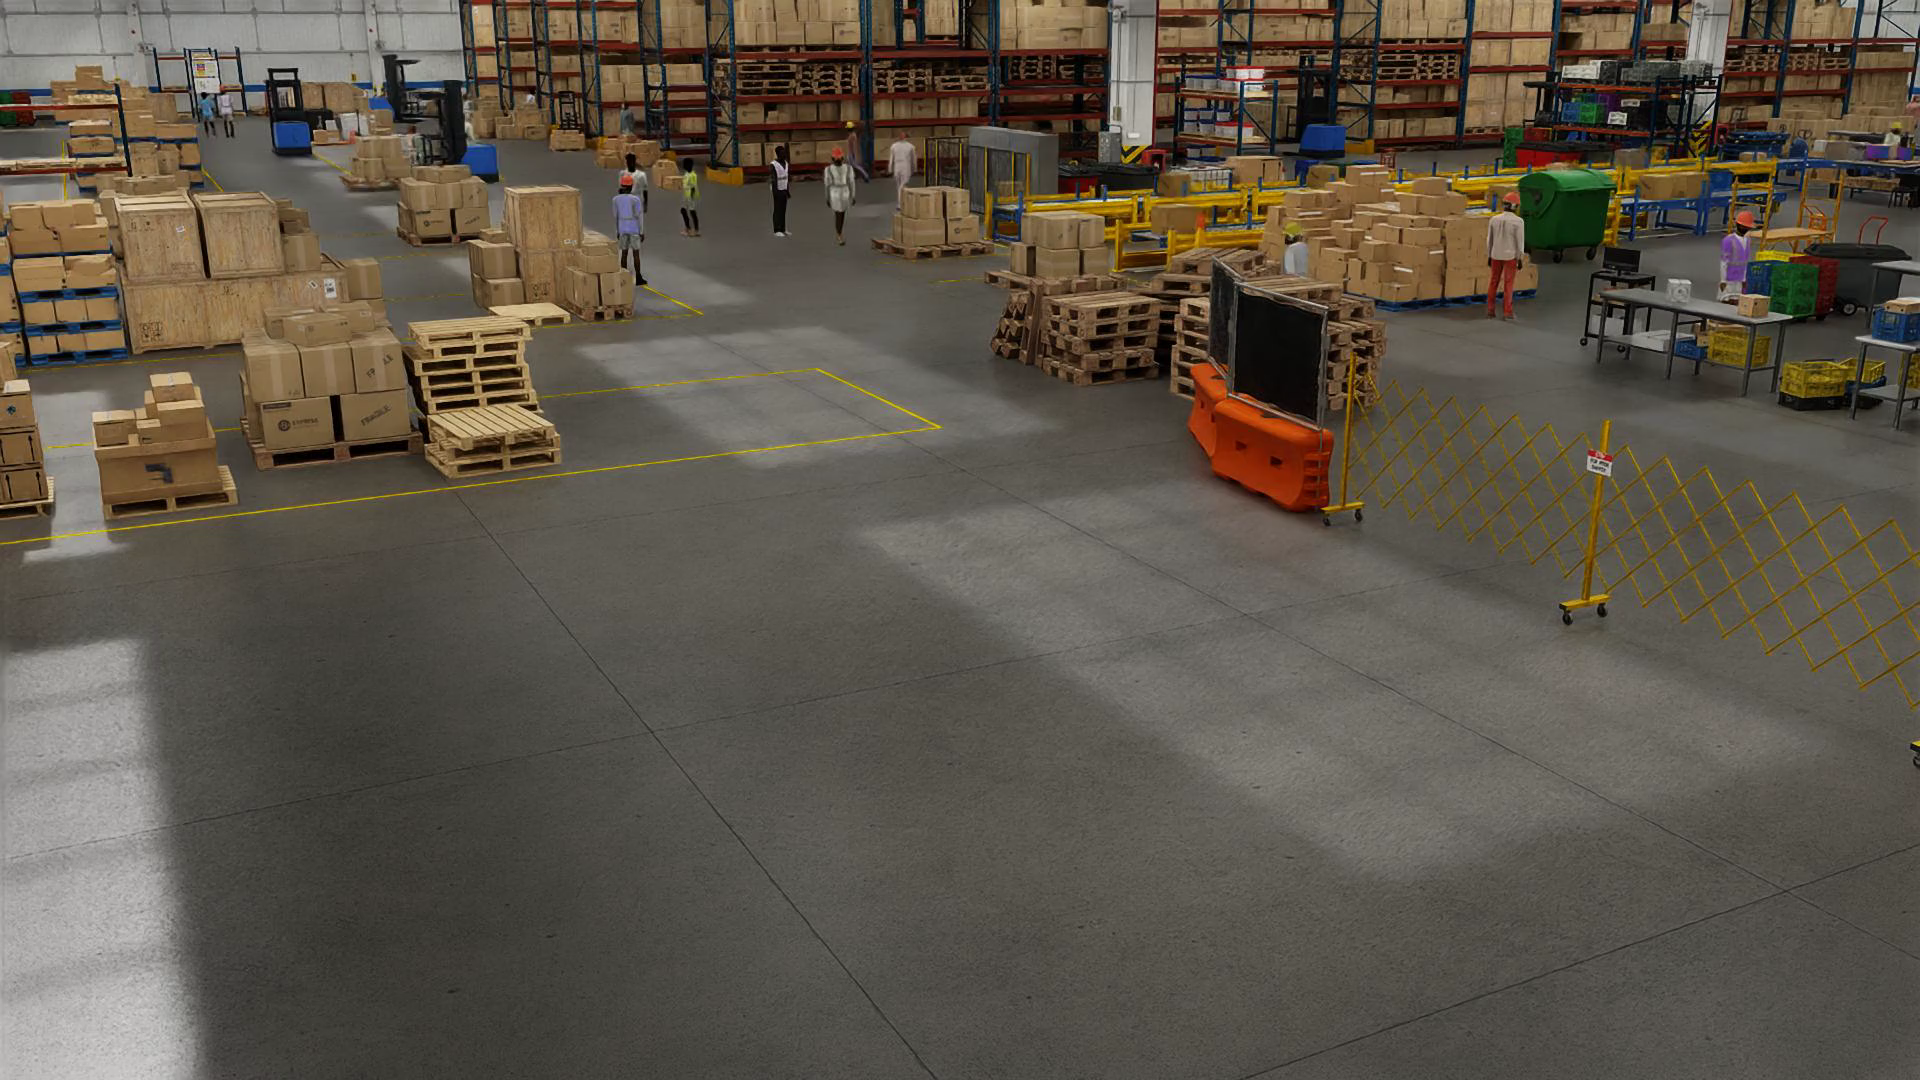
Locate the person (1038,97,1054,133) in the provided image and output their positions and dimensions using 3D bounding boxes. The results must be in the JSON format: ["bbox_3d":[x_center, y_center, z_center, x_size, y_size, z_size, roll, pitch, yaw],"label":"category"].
[{"bbox_3d":[2.883,-13.429,54.176,0.886,1.956,0.641,-7,19,-19],"label":"person"}]

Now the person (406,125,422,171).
[{"bbox_3d":[-15.276,-10.760,46.413,0.525,1.618,0.640,11,21,31],"label":"person"}]

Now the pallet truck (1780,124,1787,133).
[{"bbox_3d":[25.206,-12.542,52.601,1.601,1.201,0.680,0,18,-2],"label":"pallet truck"}]

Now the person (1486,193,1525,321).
[{"bbox_3d":[8.575,-4.447,26.141,0.391,1.986,0.608,-16,24,-41],"label":"person"}]

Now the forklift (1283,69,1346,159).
[{"bbox_3d":[11.615,-13.871,54.079,1.129,2.768,1.873,-9,20,-27],"label":"forklift"}]

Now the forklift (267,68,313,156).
[{"bbox_3d":[-22.327,-14.239,55.224,1.129,2.768,1.873,-9,20,-26],"label":"forklift"}]

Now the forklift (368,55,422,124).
[{"bbox_3d":[-23.849,-18.946,69.900,1.873,2.768,1.129,0,18,-1],"label":"forklift"}]

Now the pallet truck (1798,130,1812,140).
[{"bbox_3d":[25.526,-11.556,49.408,1.630,1.274,0.653,-9,20,-26],"label":"pallet truck"}]

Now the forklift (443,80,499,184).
[{"bbox_3d":[-13.879,-11.261,45.940,1.873,2.768,1.129,-9,20,-26],"label":"forklift"}]

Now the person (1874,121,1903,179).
[{"bbox_3d":[25.237,-10.457,45.187,0.615,1.802,0.855,-14,23,-37],"label":"person"}]

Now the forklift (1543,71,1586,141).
[{"bbox_3d":[18.685,-13.231,52.085,1.873,2.768,1.129,-9,20,-26],"label":"forklift"}]

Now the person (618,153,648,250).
[{"bbox_3d":[-6.613,-6.828,33.605,0.632,1.954,0.419,2,18,5],"label":"person"}]

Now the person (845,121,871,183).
[{"bbox_3d":[-2.938,-10.793,46.344,0.803,1.731,0.534,-5,18,-15],"label":"person"}]

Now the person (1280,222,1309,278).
[{"bbox_3d":[4.898,-3.711,24.161,0.841,1.804,0.586,14,23,38],"label":"person"}]

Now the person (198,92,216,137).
[{"bbox_3d":[-28.594,-16.175,63.181,0.547,1.685,0.448,-16,24,-40],"label":"person"}]

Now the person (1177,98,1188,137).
[{"bbox_3d":[8.267,-15.766,61.994,0.497,1.633,0.285,-10,20,-28],"label":"person"}]

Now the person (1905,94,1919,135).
[{"bbox_3d":[32.523,-14.241,56.807,0.399,1.905,0.642,-1,18,-4],"label":"person"}]

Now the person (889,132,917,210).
[{"bbox_3d":[-1.365,-9.042,40.697,0.651,1.838,1.051,7,19,20],"label":"person"}]

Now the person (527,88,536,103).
[{"bbox_3d":[-17.164,-17.274,66.679,0.875,1.629,0.589,-11,21,-30],"label":"person"}]

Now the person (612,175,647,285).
[{"bbox_3d":[-5.844,-5.479,29.435,0.545,1.939,0.354,4,18,12],"label":"person"}]

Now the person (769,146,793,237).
[{"bbox_3d":[-3.867,-7.500,35.766,0.386,1.918,0.595,8,19,24],"label":"person"}]

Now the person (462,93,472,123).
[{"bbox_3d":[-18.755,-16.134,63.143,0.544,1.620,0.394,7,19,20],"label":"person"}]

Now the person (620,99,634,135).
[{"bbox_3d":[-10.700,-13.261,53.742,0.637,1.914,0.834,16,24,40],"label":"person"}]

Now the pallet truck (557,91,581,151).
[{"bbox_3d":[-13.495,-14.412,57.188,0.823,1.965,1.885,-3,18,-9],"label":"pallet truck"}]

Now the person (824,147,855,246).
[{"bbox_3d":[-2.524,-7.201,34.741,0.607,1.990,1.086,-5,18,-16],"label":"person"}]

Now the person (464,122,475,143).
[{"bbox_3d":[-14.121,-11.113,47.055,0.666,1.896,0.933,3,18,8],"label":"person"}]

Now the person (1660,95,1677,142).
[{"bbox_3d":[25.820,-15.332,60.497,0.894,1.724,0.526,-9,20,-25],"label":"person"}]

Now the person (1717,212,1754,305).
[{"bbox_3d":[11.317,-3.826,24.299,0.542,1.928,0.374,-10,20,-28],"label":"person"}]

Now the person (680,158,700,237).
[{"bbox_3d":[-5.826,-7.330,35.611,0.484,1.676,0.559,-10,20,-29],"label":"person"}]

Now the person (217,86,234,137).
[{"bbox_3d":[-27.684,-16.157,62.776,0.541,1.919,0.680,-11,21,-30],"label":"person"}]
